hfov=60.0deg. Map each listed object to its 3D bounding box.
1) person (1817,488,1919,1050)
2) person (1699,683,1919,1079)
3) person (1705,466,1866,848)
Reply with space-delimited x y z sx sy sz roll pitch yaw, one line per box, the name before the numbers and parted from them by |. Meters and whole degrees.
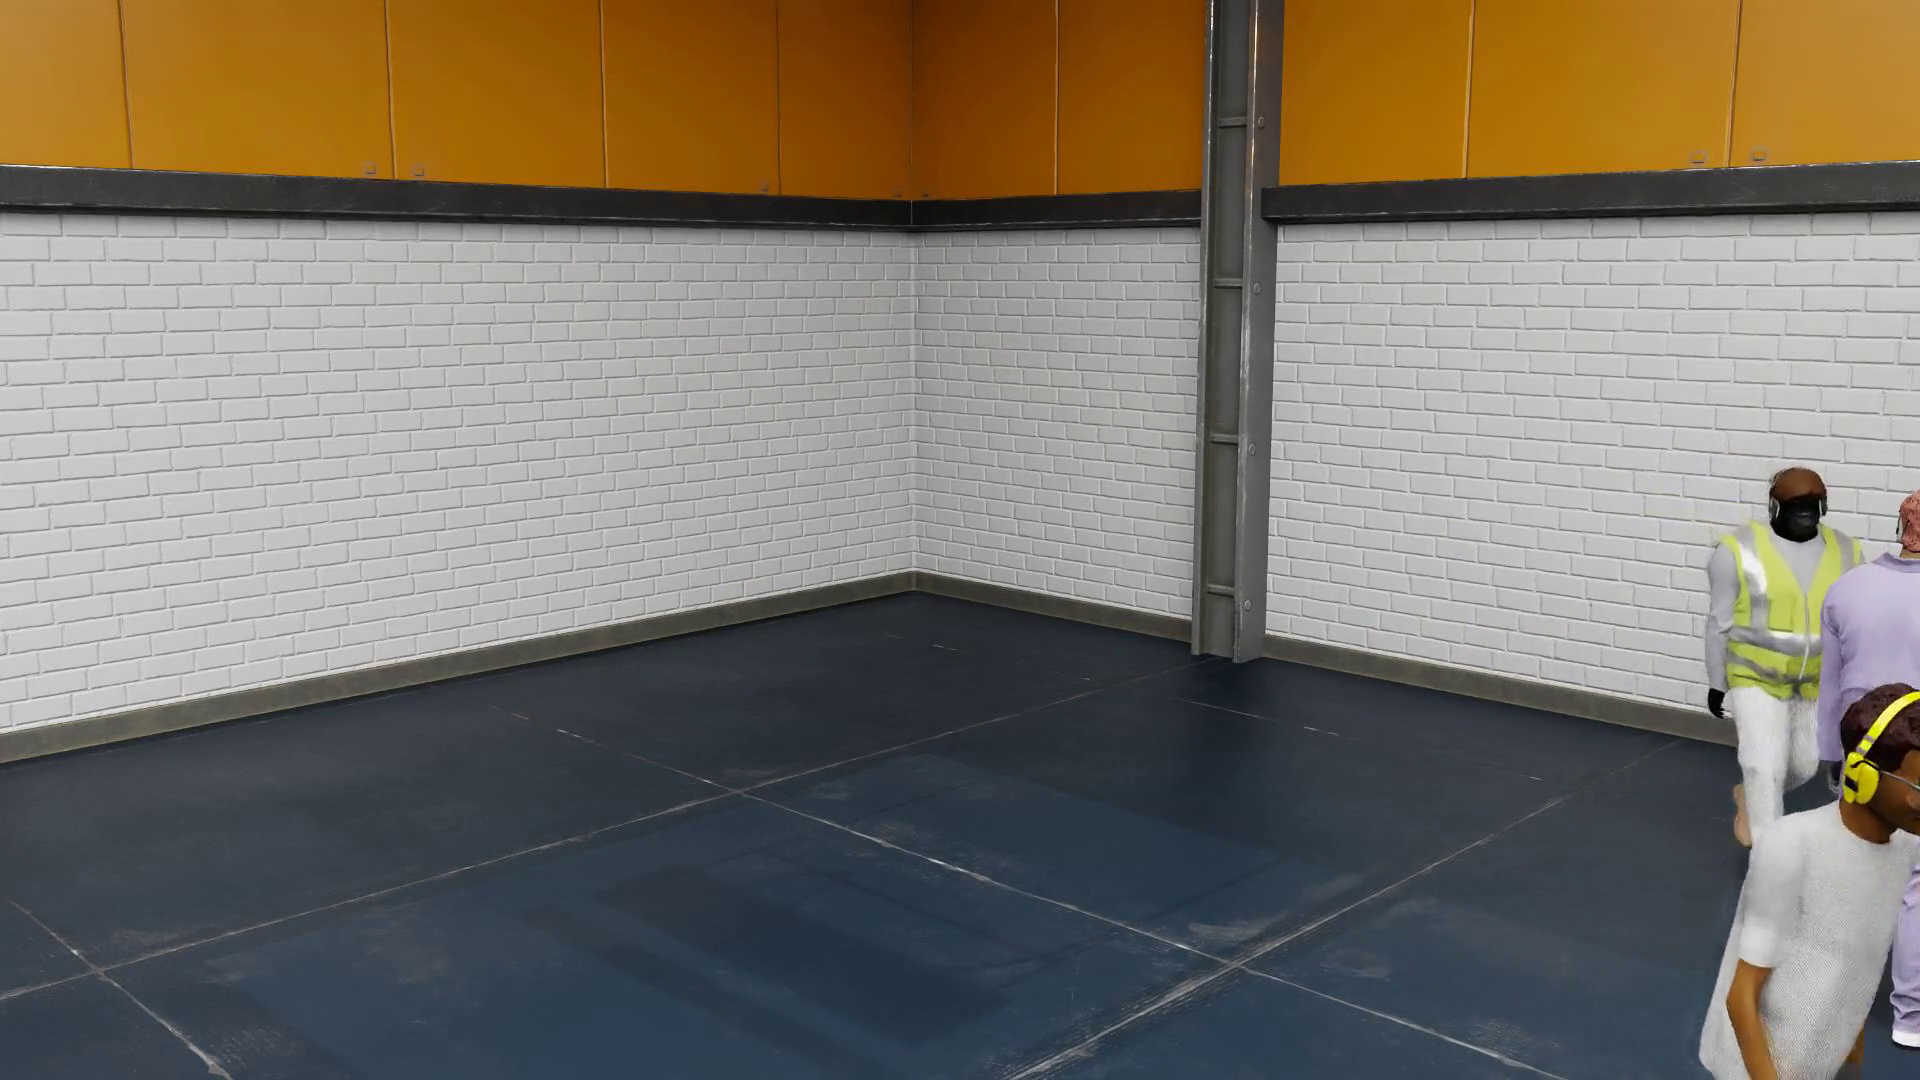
person | 3.221 0.755 5.629 0.399 1.900 0.644 -4 10 -24
person | 1.777 1.164 3.436 0.513 1.790 0.951 -7 11 -35
person | 3.455 0.570 7.050 0.630 1.815 0.795 1 9 4
